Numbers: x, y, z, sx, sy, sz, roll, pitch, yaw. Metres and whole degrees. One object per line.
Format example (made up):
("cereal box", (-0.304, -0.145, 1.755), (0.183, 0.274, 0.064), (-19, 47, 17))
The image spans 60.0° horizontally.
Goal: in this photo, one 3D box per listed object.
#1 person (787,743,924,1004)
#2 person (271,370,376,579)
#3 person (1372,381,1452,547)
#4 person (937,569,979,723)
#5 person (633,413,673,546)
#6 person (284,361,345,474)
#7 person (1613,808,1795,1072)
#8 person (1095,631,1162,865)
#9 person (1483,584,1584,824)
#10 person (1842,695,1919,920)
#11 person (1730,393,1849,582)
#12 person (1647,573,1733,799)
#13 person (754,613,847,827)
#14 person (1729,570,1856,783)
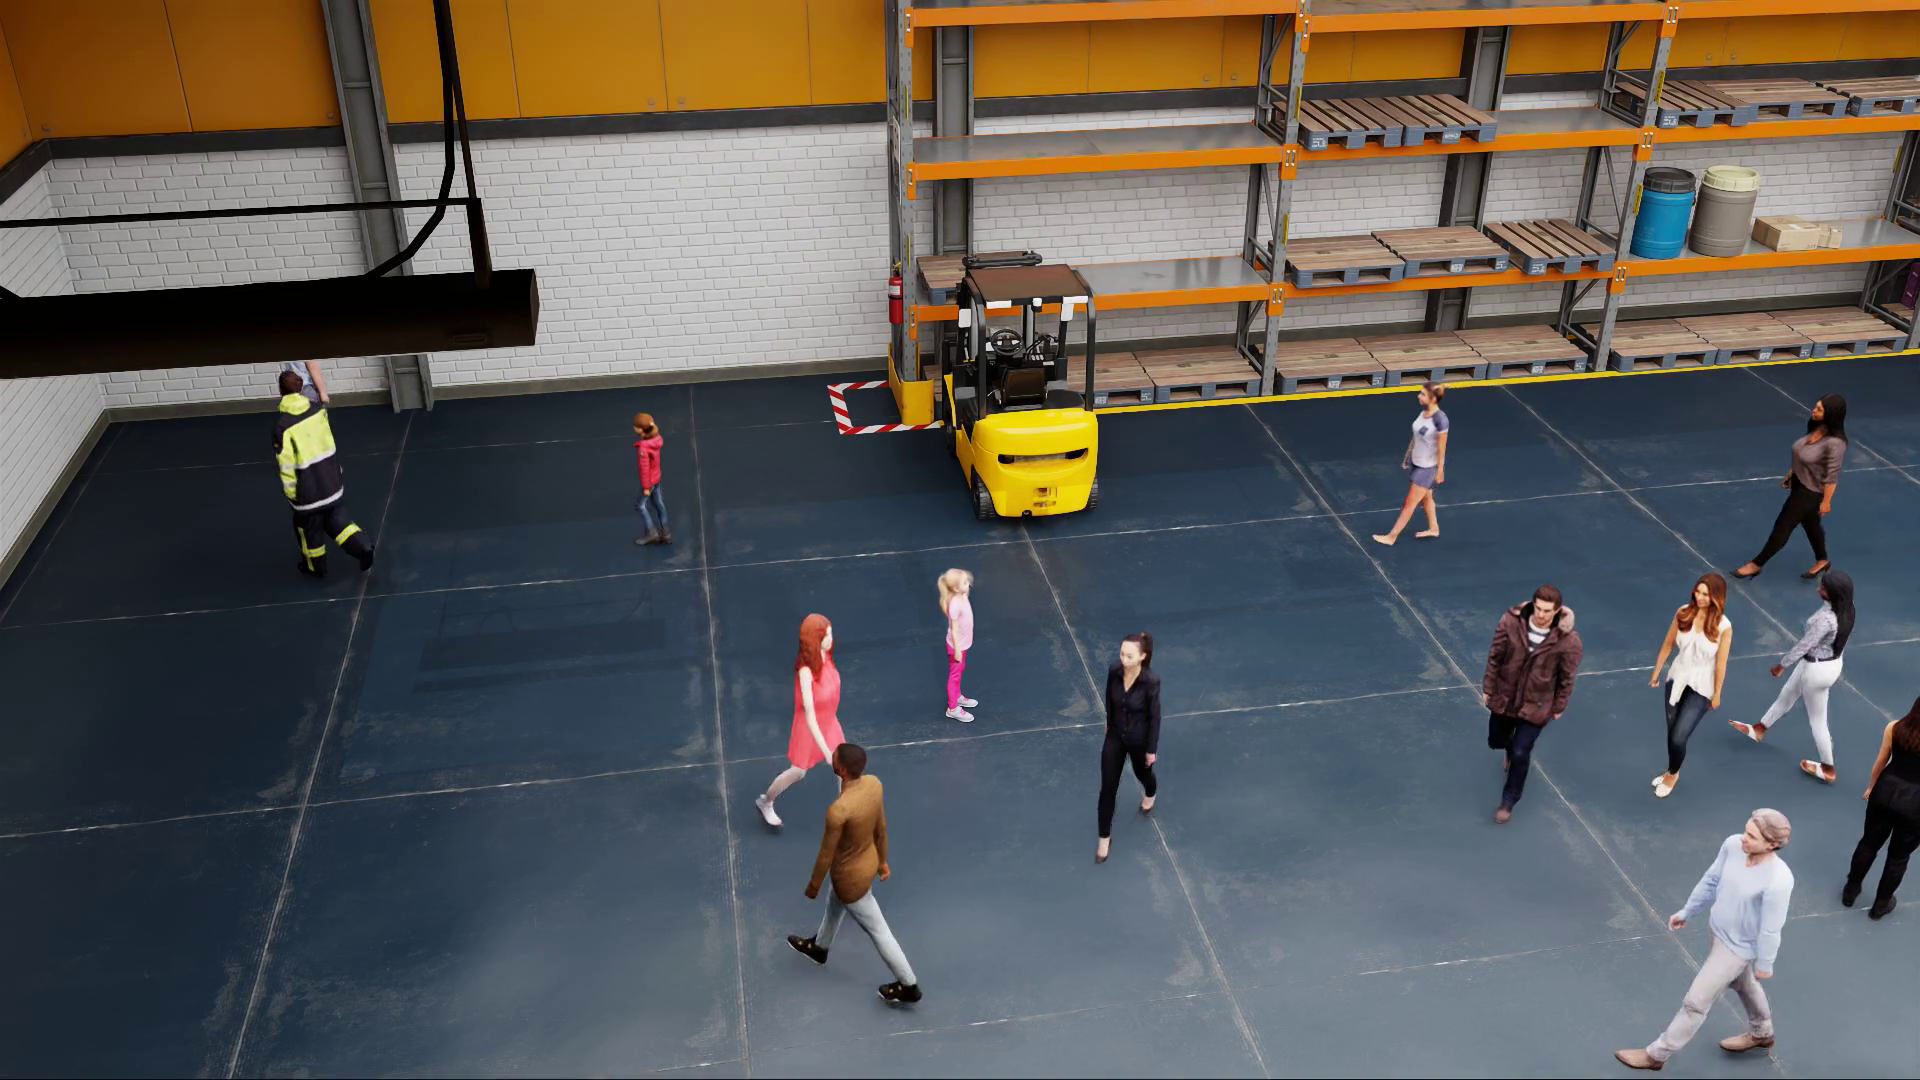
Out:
("person", (-0.545, 2.046, 9.944), (1.287, 1.764, 1.096), (13, 31, 22))
("person", (-5.560, -0.518, 14.448), (1.201, 1.952, 1.094), (12, 31, 21))
("person", (4.309, -0.677, 15.119), (0.923, 1.589, 0.606), (-3, 29, -6))
("person", (-0.019, 0.781, 12.781), (0.606, 1.267, 0.560), (5, 29, 10))
("person", (-2.761, -0.537, 15.156), (0.636, 1.307, 0.607), (5, 29, 9))
("person", (-6.452, -1.477, 16.334), (0.739, 1.830, 0.779), (22, 36, 35))
("person", (4.475, 2.275, 9.441), (1.270, 1.843, 0.747), (-2, 29, -3))
("person", (1.200, 1.350, 11.314), (1.041, 1.673, 1.071), (17, 33, 28))
("person", (3.969, 1.072, 11.663), (1.080, 1.828, 1.144), (19, 34, 30))
("person", (6.049, 1.683, 10.690), (0.692, 1.686, 0.669), (-23, 36, -36))
("person", (7.439, -0.396, 14.396), (1.198, 1.787, 0.843), (2, 29, 4))
("person", (5.248, 1.011, 11.831), (0.737, 1.774, 0.717), (-18, 34, -30))
("person", (-1.071, 1.302, 11.283), (1.198, 1.788, 1.006), (11, 31, 20))
("person", (6.233, 1.011, 11.934), (1.073, 1.676, 1.072), (-24, 37, -37))
